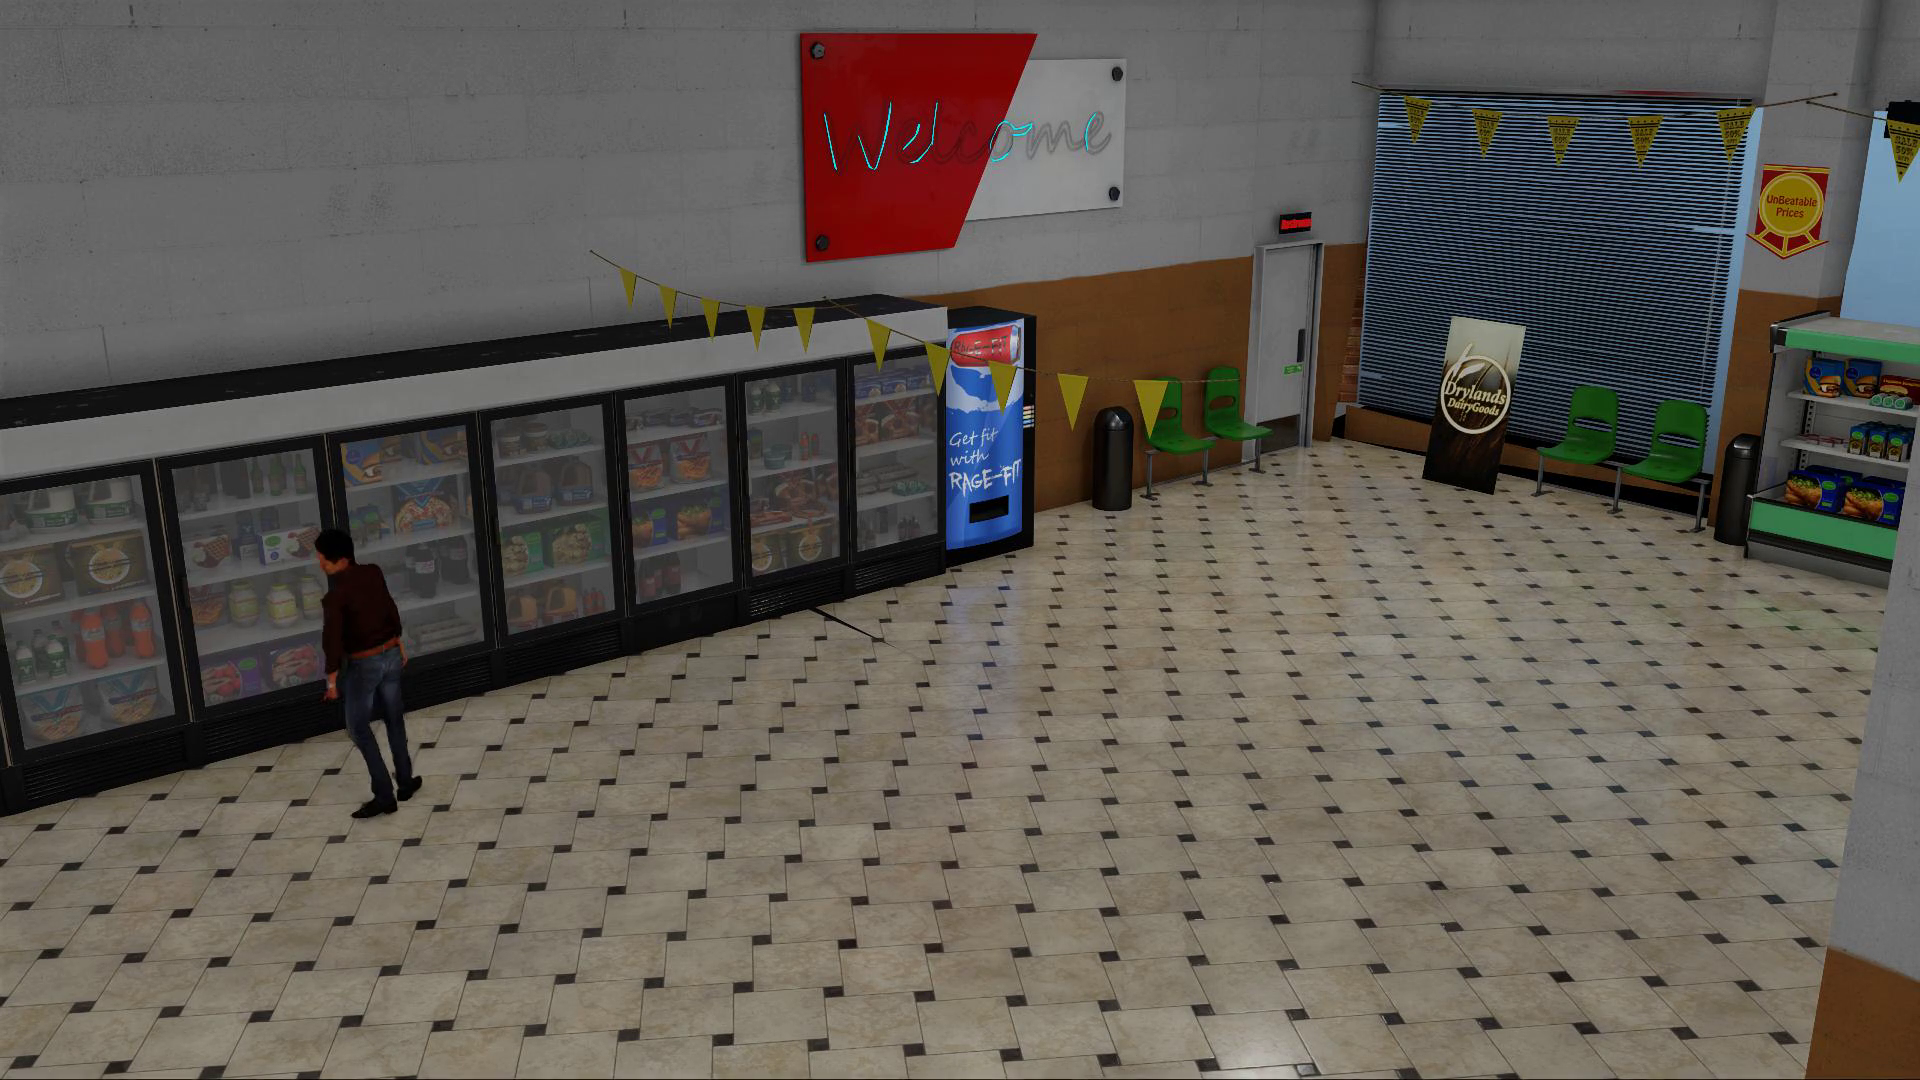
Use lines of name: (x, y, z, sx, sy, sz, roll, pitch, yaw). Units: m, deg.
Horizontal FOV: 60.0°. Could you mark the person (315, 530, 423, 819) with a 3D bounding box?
person: (-3.398, 0.737, 9.778, 0.732, 1.748, 0.815, 14, 22, 38)
